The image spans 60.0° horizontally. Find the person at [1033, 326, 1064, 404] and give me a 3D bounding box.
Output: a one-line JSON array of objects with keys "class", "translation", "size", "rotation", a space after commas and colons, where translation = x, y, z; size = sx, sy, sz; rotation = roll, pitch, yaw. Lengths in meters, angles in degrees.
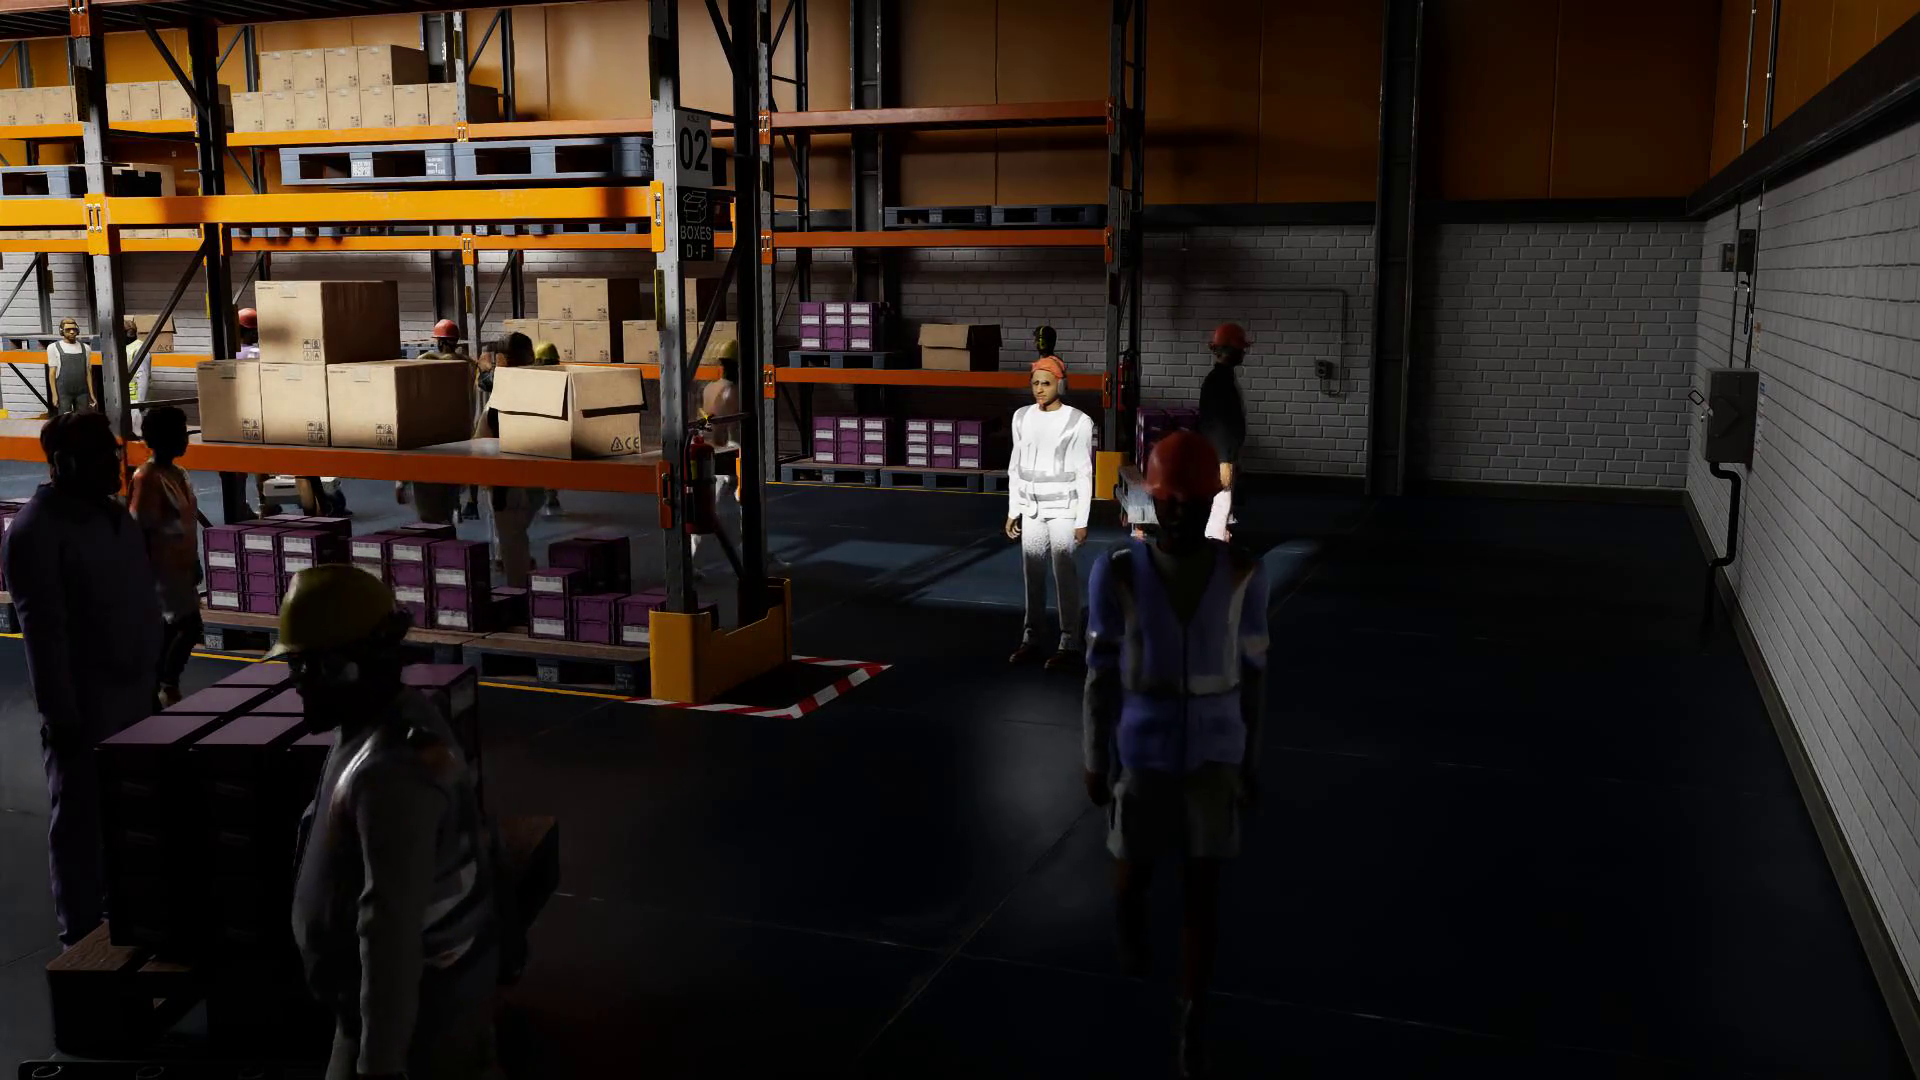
[{"class": "person", "translation": [0.857, -1.165, 16.329], "size": [0.327, 1.865, 0.520], "rotation": [2, 9, 15]}]

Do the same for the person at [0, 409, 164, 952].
[{"class": "person", "translation": [-2.908, 0.513, 5.644], "size": [0.410, 1.913, 0.643], "rotation": [0, 9, -2]}]

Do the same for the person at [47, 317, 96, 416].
[{"class": "person", "translation": [-10.823, -1.787, 20.290], "size": [0.344, 1.847, 0.507], "rotation": [7, 12, 39]}]

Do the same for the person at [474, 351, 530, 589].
[{"class": "person", "translation": [-3.169, -0.386, 11.537], "size": [0.428, 1.837, 0.622], "rotation": [-2, 9, -11]}]

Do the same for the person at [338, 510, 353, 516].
[{"class": "person", "translation": [-6.186, -1.109, 16.322], "size": [0.524, 1.755, 0.360], "rotation": [6, 11, 33]}]

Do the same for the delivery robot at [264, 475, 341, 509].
[{"class": "delivery robot", "translation": [-6.336, -0.505, 15.986], "size": [0.707, 0.478, 0.477], "rotation": [-2, 9, -13]}]

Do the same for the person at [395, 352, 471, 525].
[{"class": "person", "translation": [-3.898, -0.479, 12.265], "size": [0.690, 1.787, 0.632], "rotation": [9, 13, 44]}]

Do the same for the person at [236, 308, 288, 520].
[{"class": "person", "translation": [-6.729, -1.174, 15.825], "size": [0.610, 2.043, 0.375], "rotation": [3, 10, 20]}]

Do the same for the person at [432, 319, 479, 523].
[{"class": "person", "translation": [-4.839, -1.126, 15.848], "size": [0.364, 1.939, 0.542], "rotation": [5, 10, 28]}]

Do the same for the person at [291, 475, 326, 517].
[{"class": "person", "translation": [-5.687, -0.884, 14.336], "size": [0.358, 1.938, 0.542], "rotation": [0, 9, 0]}]

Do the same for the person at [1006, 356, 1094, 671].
[{"class": "person", "translation": [0.538, -0.160, 9.982], "size": [0.579, 1.879, 0.348], "rotation": [7, 12, 39]}]

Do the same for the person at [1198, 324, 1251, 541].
[{"class": "person", "translation": [2.000, -0.637, 12.642], "size": [0.392, 1.986, 0.657], "rotation": [2, 9, 10]}]

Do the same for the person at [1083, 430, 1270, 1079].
[{"class": "person", "translation": [0.648, 0.608, 5.058], "size": [0.550, 1.918, 0.747], "rotation": [0, 9, 1]}]

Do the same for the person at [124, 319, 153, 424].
[{"class": "person", "translation": [-9.840, -1.699, 19.787], "size": [0.624, 1.835, 0.429], "rotation": [8, 12, 42]}]

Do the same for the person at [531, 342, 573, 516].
[{"class": "person", "translation": [-4.139, -1.081, 16.275], "size": [0.602, 1.719, 0.496], "rotation": [0, 9, 3]}]

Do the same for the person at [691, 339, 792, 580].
[{"class": "person", "translation": [-1.827, -0.621, 12.926], "size": [1.005, 1.870, 0.585], "rotation": [-7, 12, -39]}]

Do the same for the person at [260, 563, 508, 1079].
[{"class": "person", "translation": [-1.149, 0.926, 3.514], "size": [0.913, 1.775, 0.612], "rotation": [-4, 10, -26]}]

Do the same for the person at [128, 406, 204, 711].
[{"class": "person", "translation": [-4.094, 0.141, 8.670], "size": [0.426, 1.684, 0.558], "rotation": [-1, 9, -7]}]

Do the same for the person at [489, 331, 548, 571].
[{"class": "person", "translation": [-3.524, -0.687, 13.179], "size": [0.476, 1.917, 0.641], "rotation": [0, 9, 0]}]
